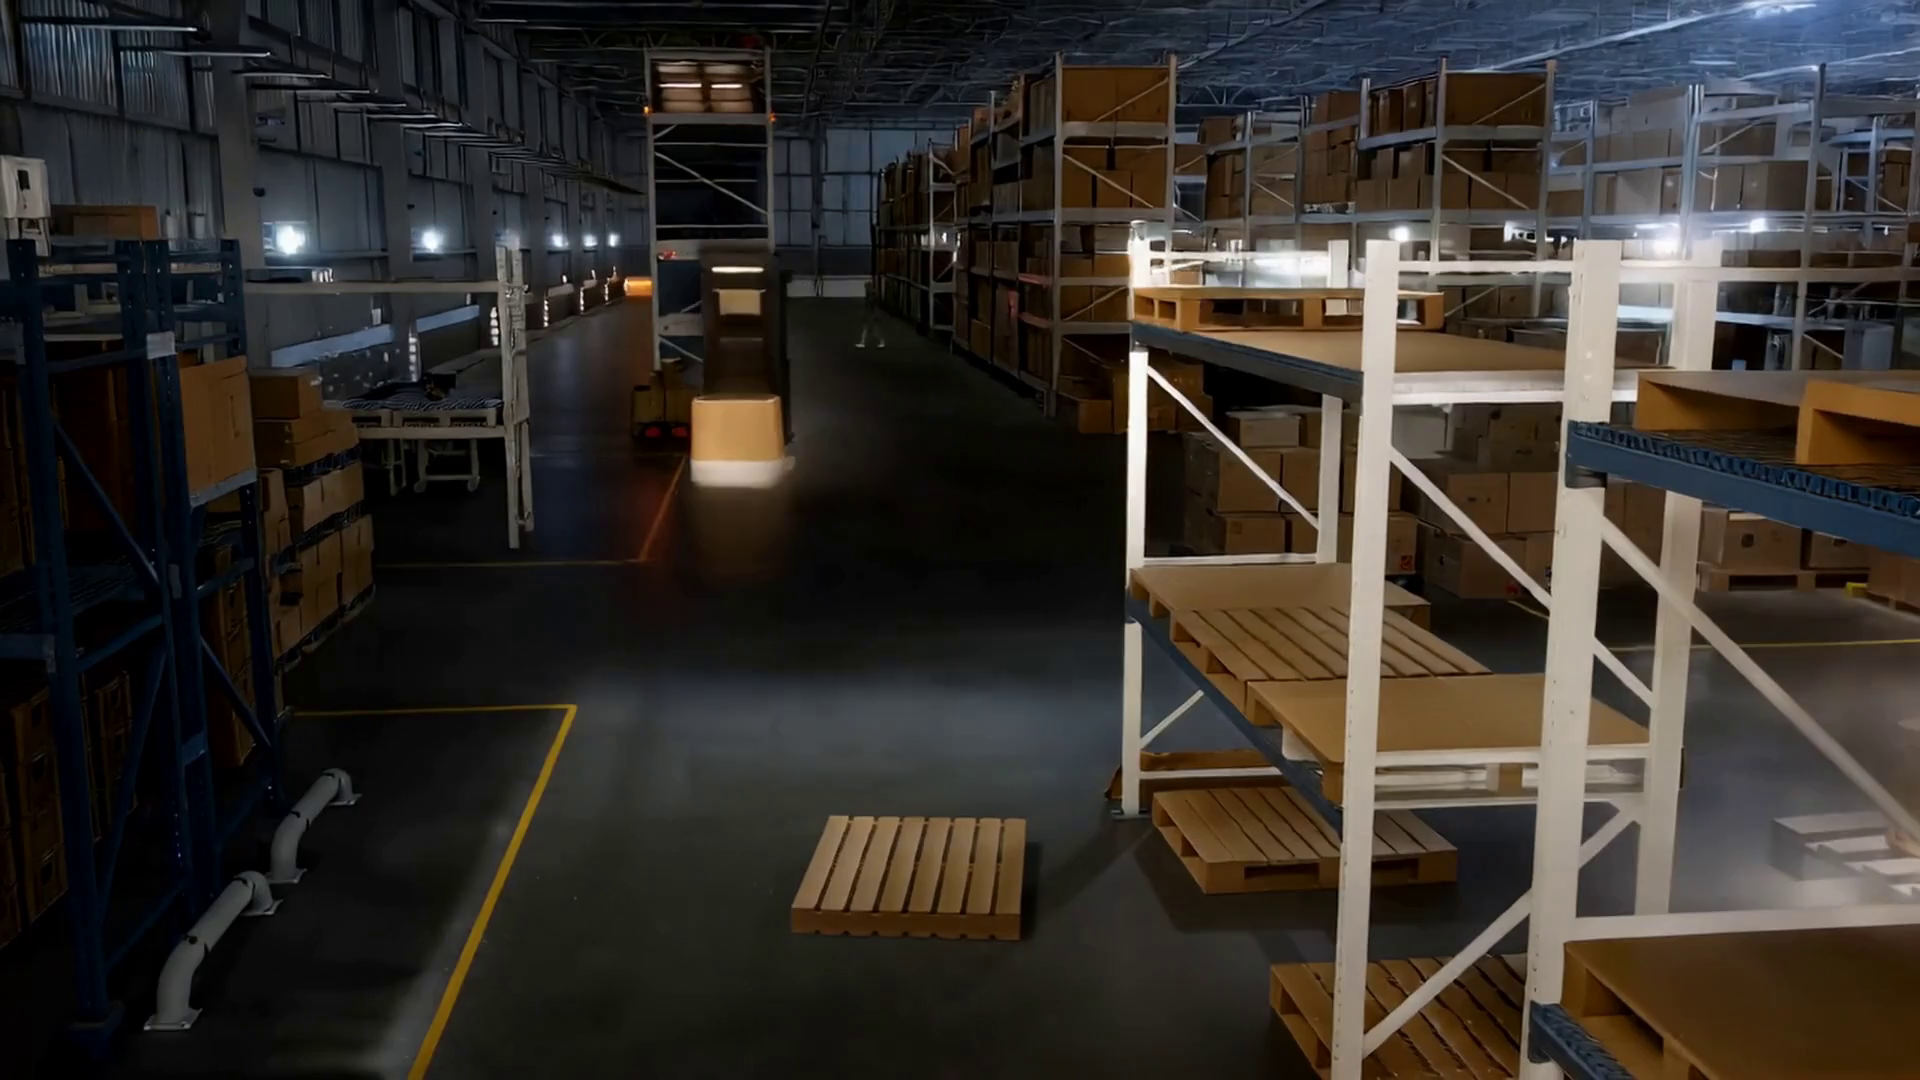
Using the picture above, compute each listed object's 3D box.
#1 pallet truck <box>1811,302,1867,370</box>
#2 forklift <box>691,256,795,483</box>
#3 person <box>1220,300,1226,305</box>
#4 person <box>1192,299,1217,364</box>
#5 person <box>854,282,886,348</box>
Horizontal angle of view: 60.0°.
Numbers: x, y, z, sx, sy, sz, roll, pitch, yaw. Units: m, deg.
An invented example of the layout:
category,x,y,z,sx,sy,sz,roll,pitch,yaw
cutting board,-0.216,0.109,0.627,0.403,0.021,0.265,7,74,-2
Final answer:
category,x,y,z,sx,sy,sz,roll,pitch,yaw
pallet truck,15.846,-3.142,28.793,1.885,1.965,0.823,2,10,12
forklift,-2.779,-2.203,21.139,1.129,2.768,1.873,0,10,1
person,7.960,-6.774,49.935,0.403,1.625,0.559,-4,11,-23
person,5.958,-5.243,40.930,0.651,1.815,0.723,-2,10,-9
person,-2.530,-6.374,47.059,0.944,1.868,0.650,2,11,13
